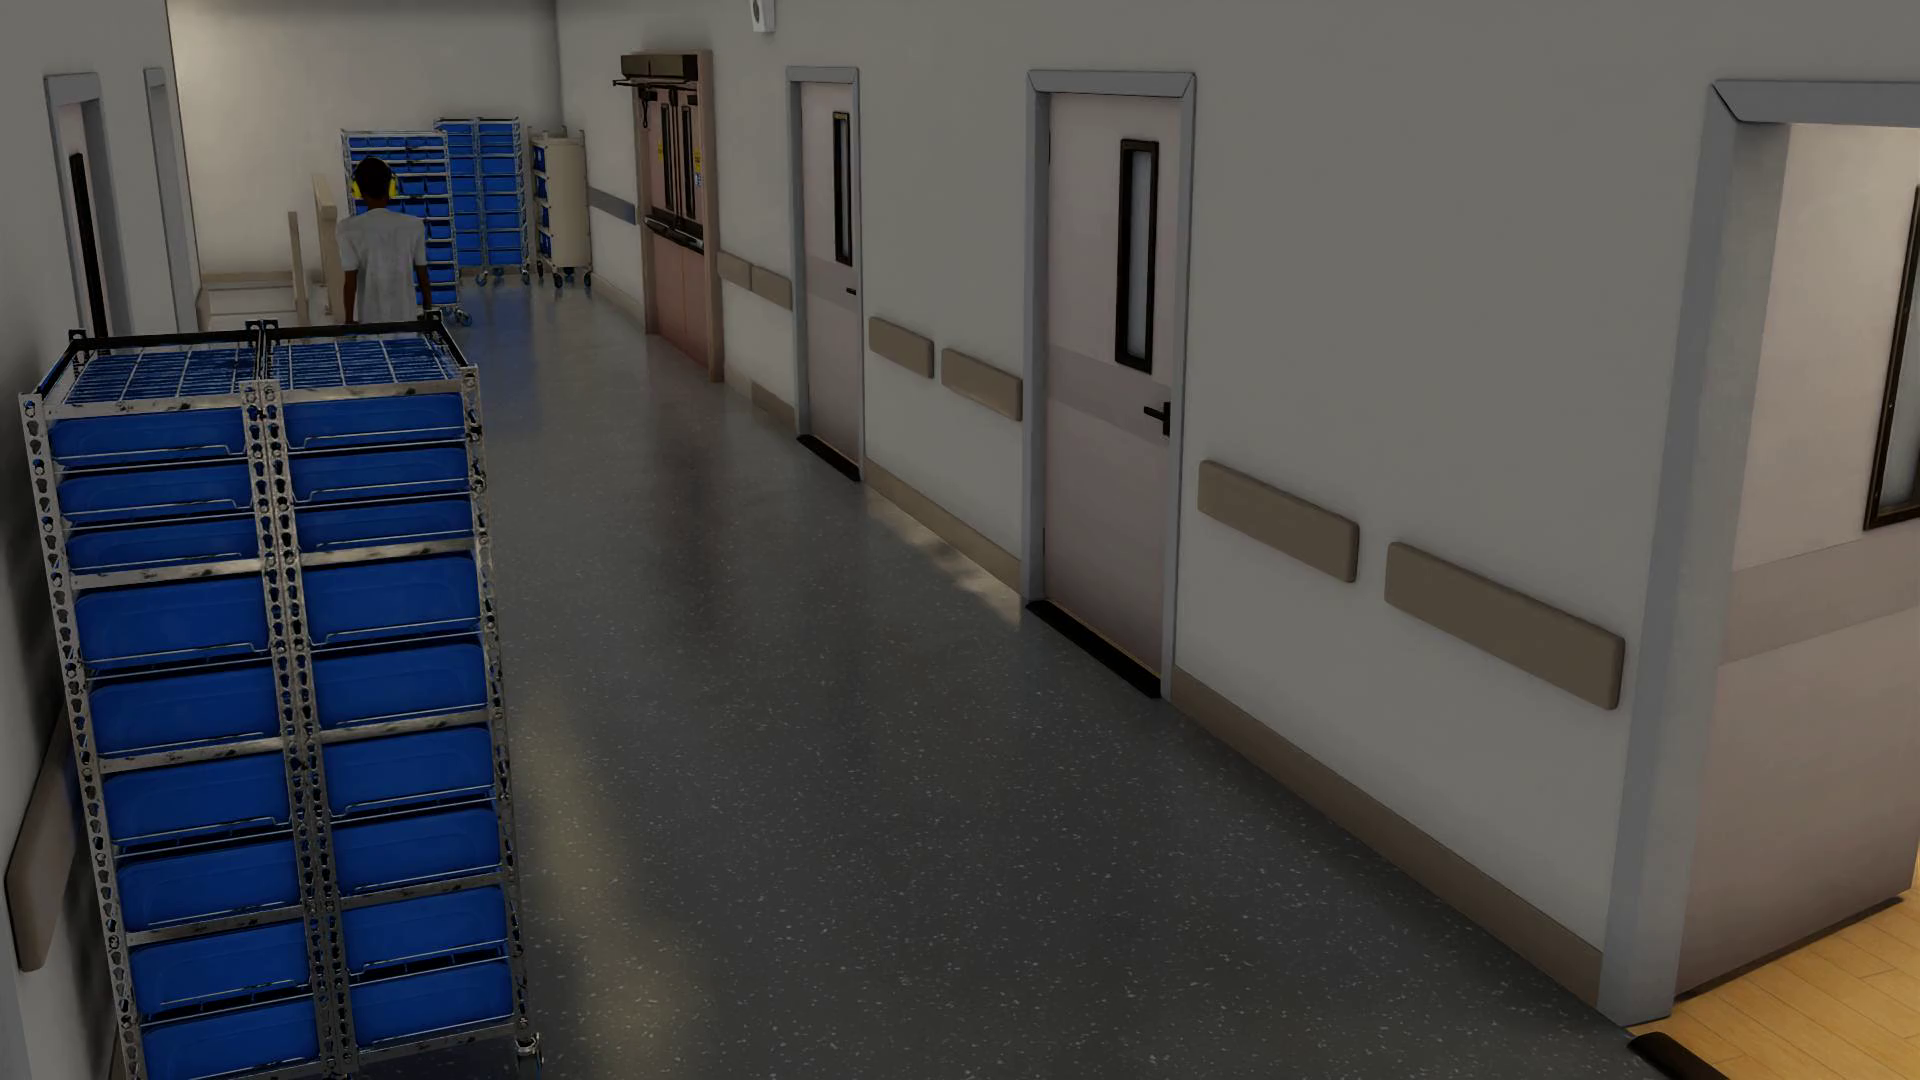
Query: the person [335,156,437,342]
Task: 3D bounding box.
[{"bbox_3d":[-3.189,-1.163,9.239,0.563,1.882,0.453,-13,21,-38],"label":"person"}]
